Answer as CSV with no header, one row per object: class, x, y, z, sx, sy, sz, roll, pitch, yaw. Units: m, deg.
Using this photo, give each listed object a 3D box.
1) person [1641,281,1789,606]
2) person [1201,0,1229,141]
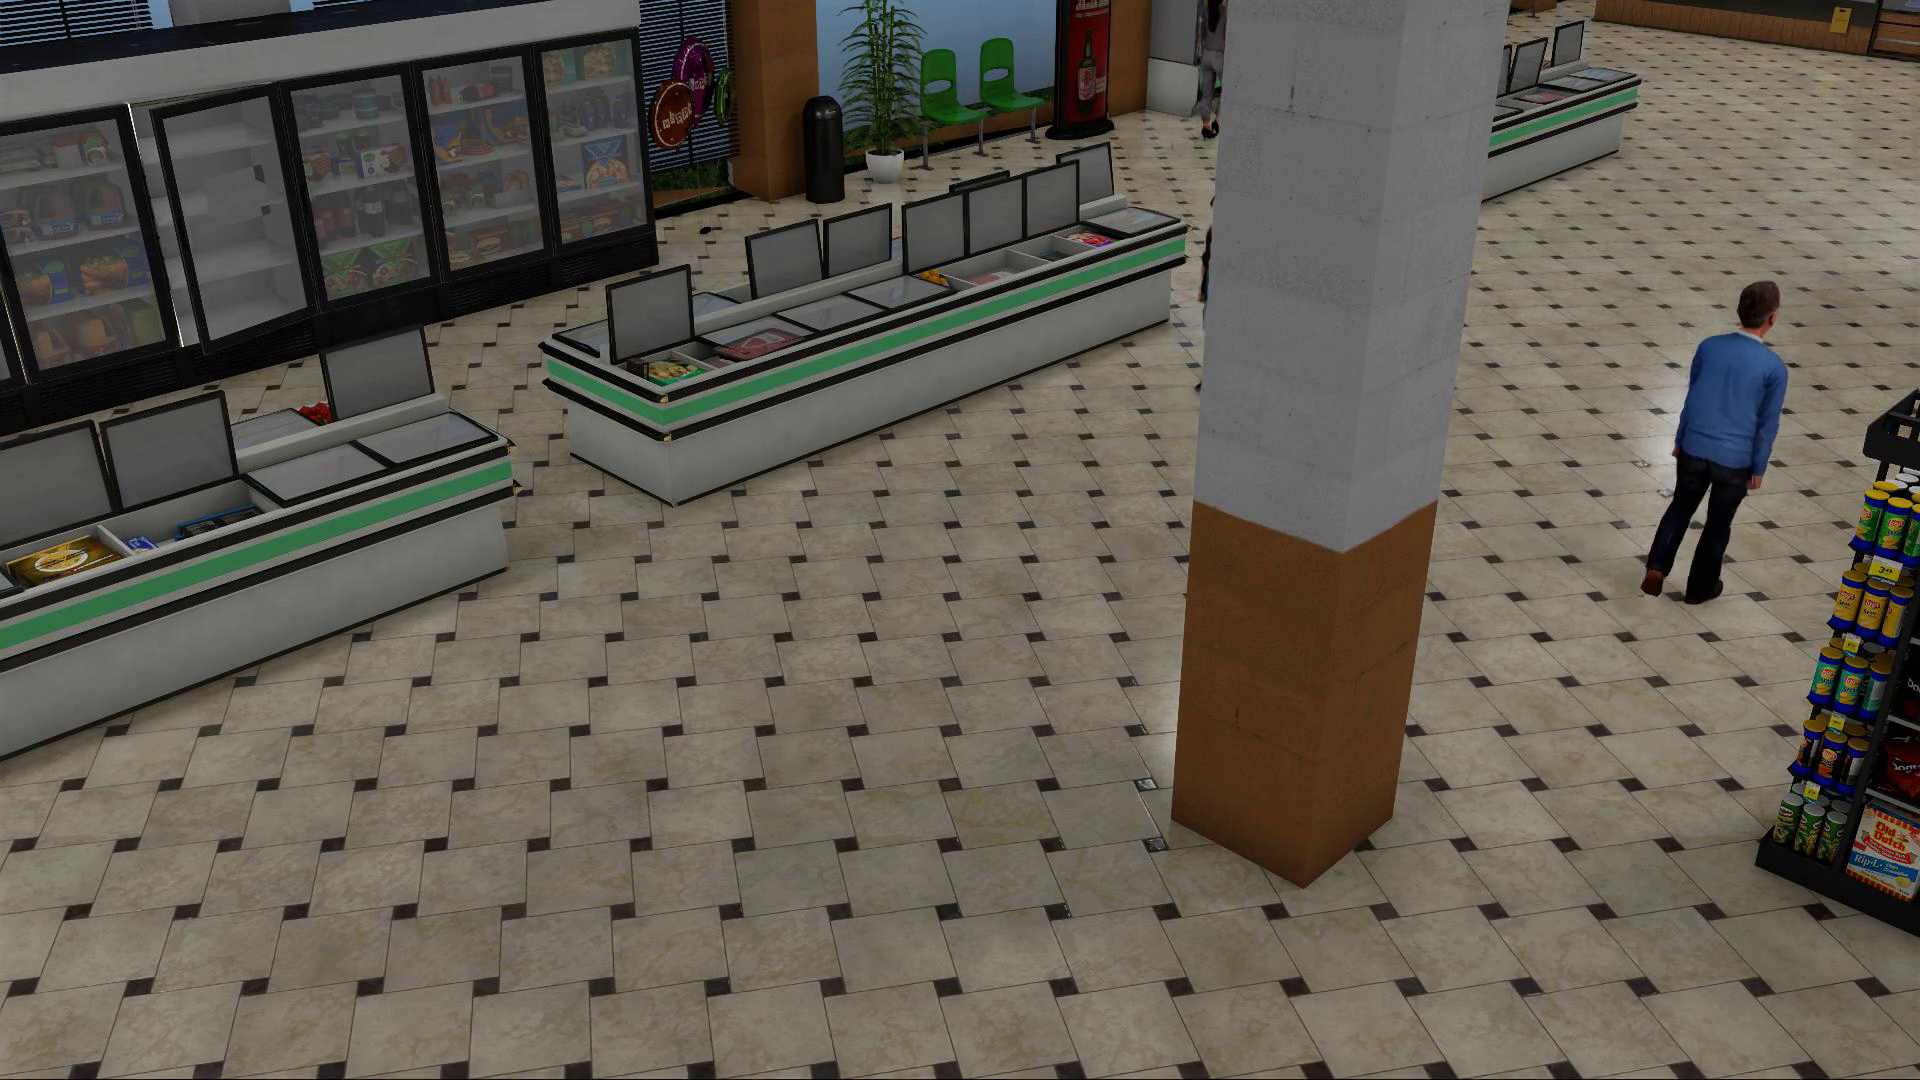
person,3.895,-0.451,8.621,0.904,1.805,0.678,-22,34,-36
person,2.738,-5.186,18.114,0.625,1.665,0.576,23,35,38
